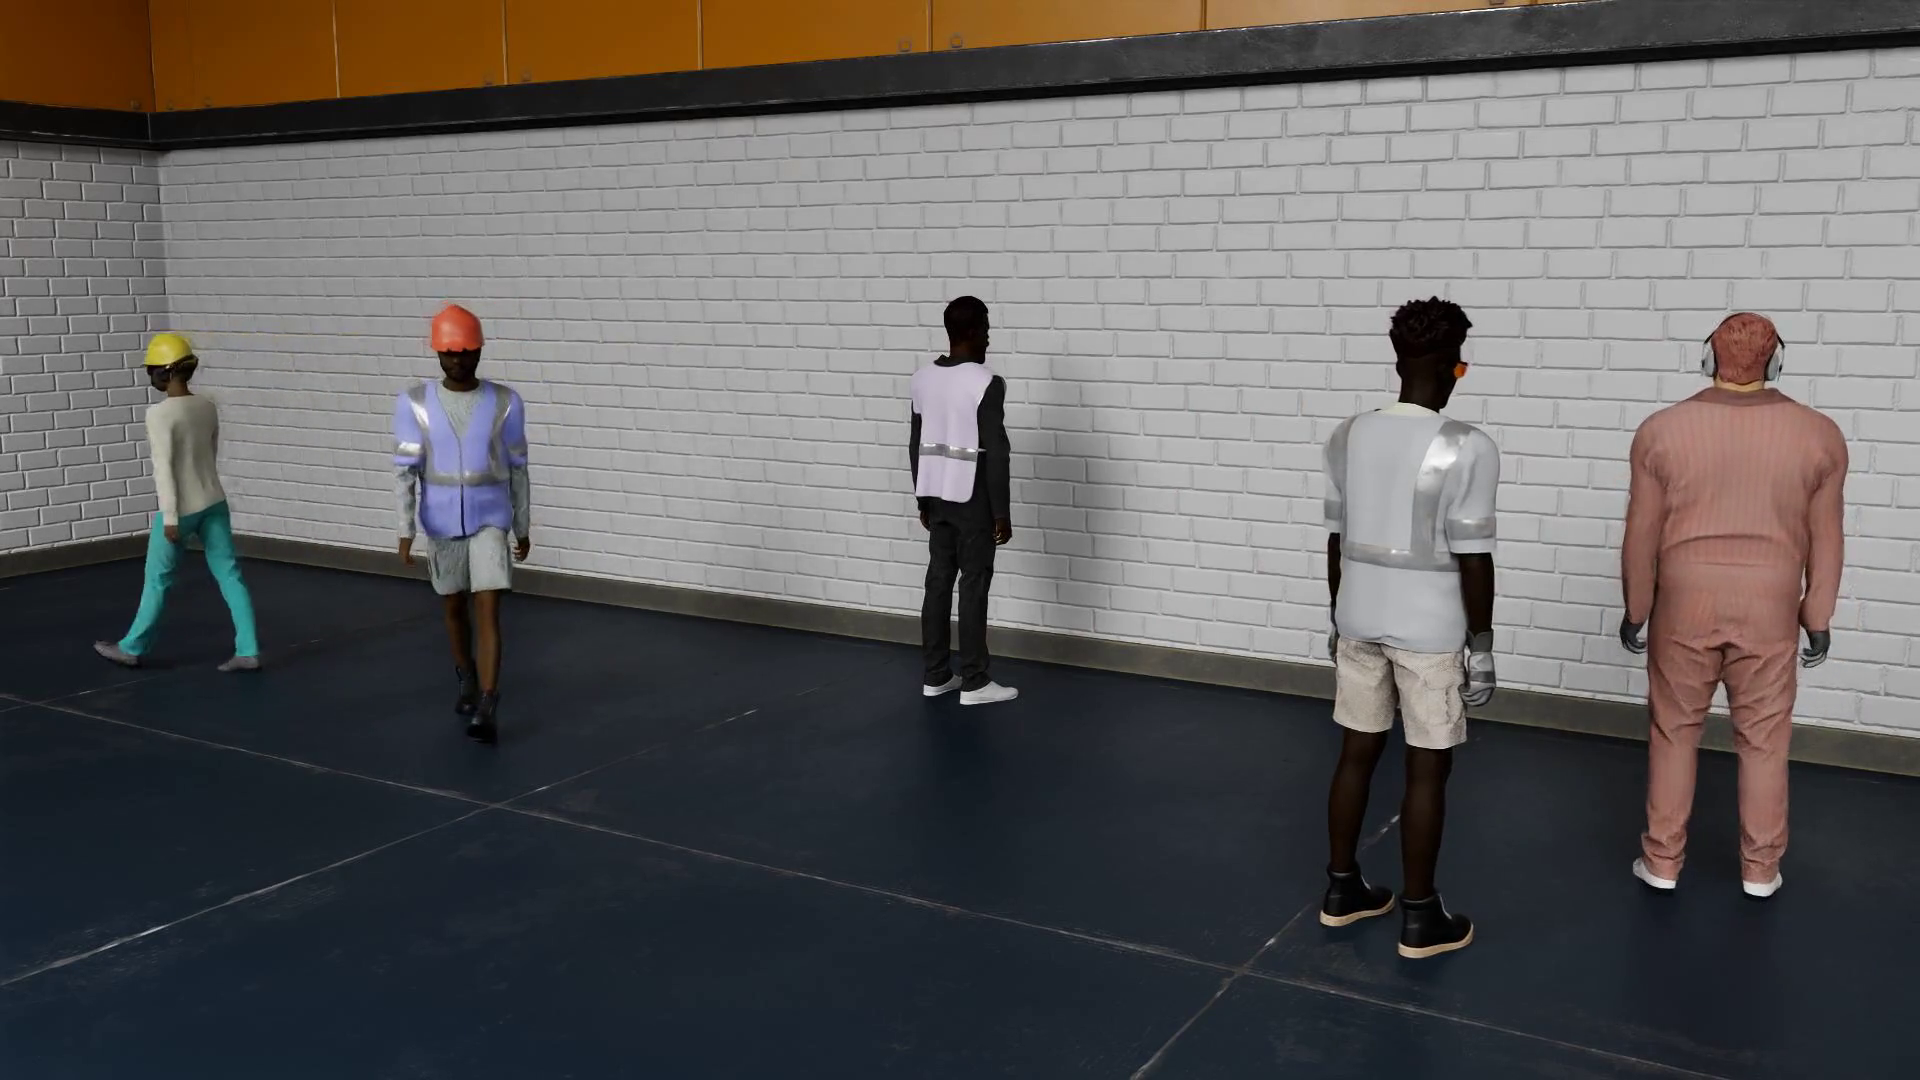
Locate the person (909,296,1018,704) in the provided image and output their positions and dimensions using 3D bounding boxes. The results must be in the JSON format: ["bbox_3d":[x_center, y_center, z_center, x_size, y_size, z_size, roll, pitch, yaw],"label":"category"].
[{"bbox_3d":[0.004,-0.183,7.844,0.379,1.918,0.596,-9,13,-43],"label":"person"}]

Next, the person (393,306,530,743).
[{"bbox_3d":[-2.176,-0.078,7.314,0.558,1.877,1.041,-2,9,-11],"label":"person"}]

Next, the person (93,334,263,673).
[{"bbox_3d":[-3.950,-0.171,8.382,0.922,1.713,0.541,2,9,14],"label":"person"}]

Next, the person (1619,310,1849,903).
[{"bbox_3d":[2.476,0.218,5.378,0.650,1.906,0.405,3,10,18],"label":"person"}]

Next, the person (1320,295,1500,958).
[{"bbox_3d":[1.344,0.256,4.986,0.375,1.958,0.606,-7,11,-35],"label":"person"}]
